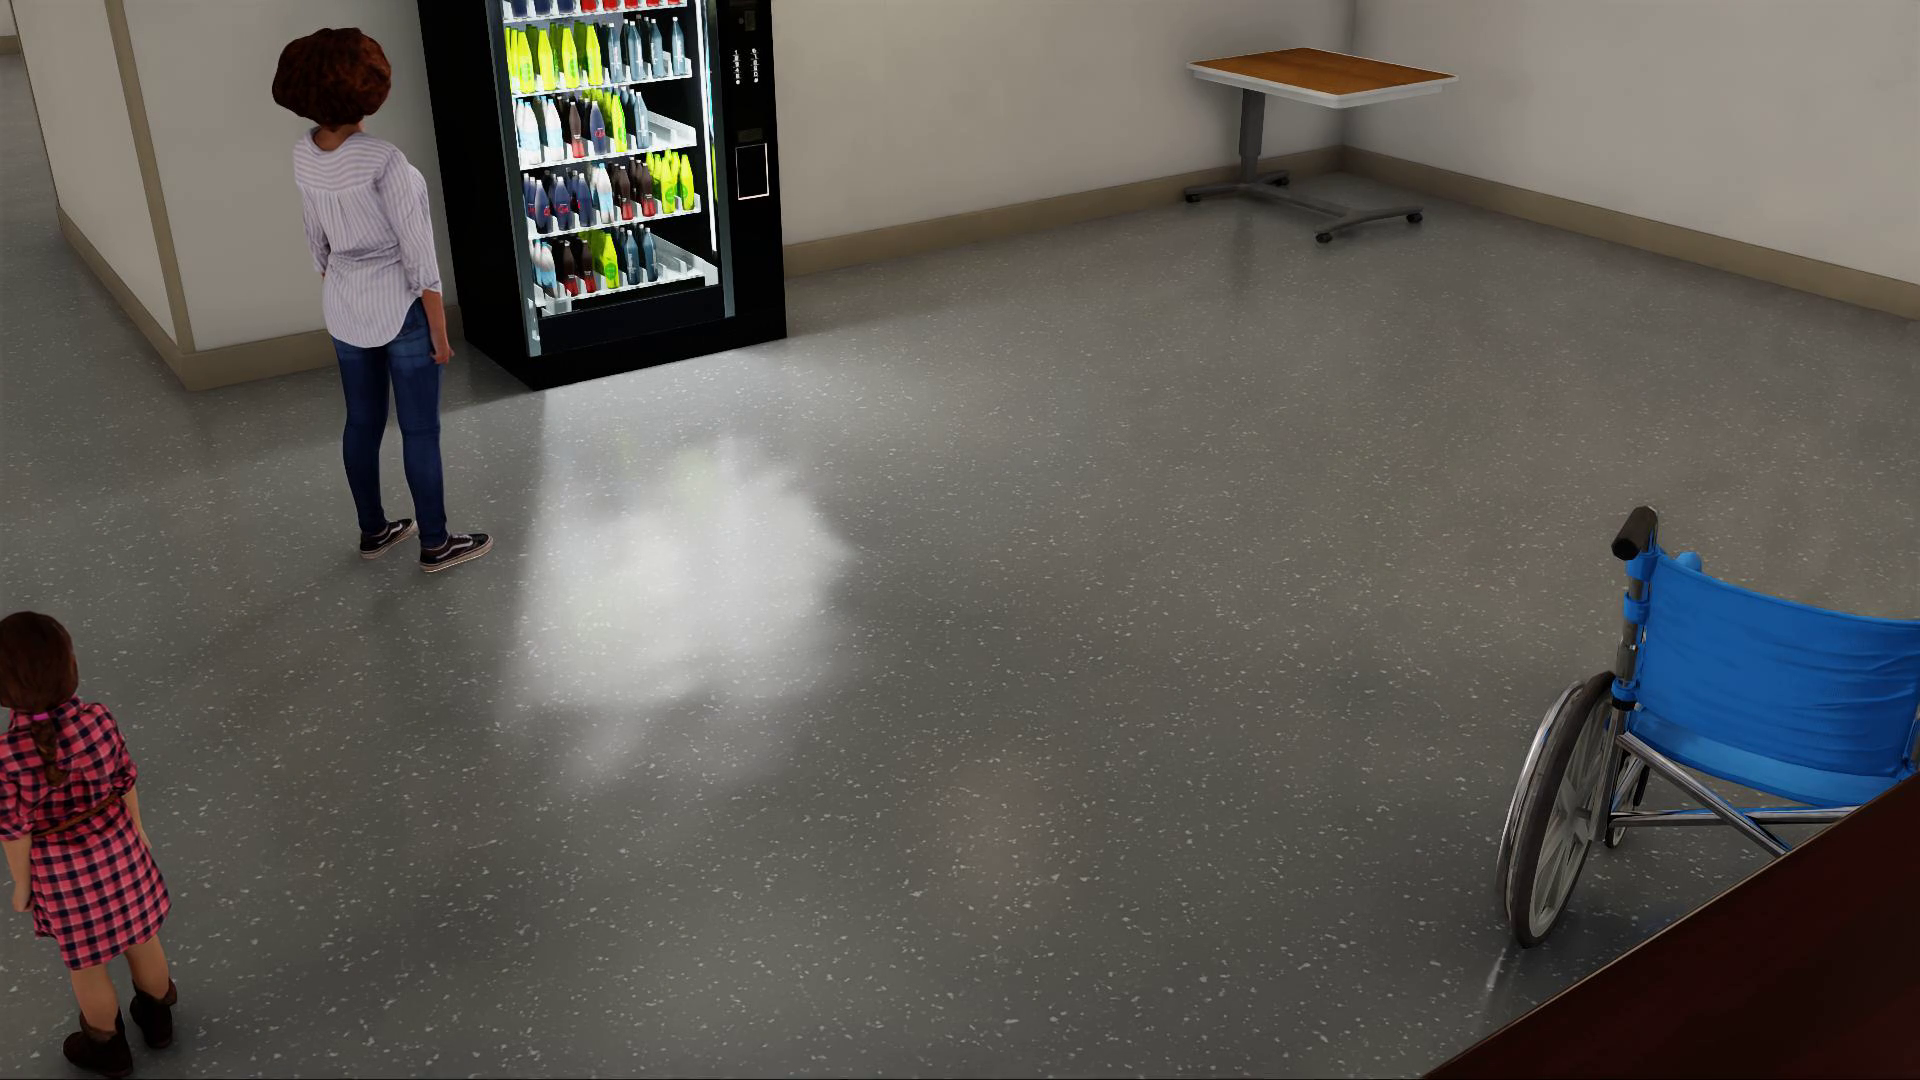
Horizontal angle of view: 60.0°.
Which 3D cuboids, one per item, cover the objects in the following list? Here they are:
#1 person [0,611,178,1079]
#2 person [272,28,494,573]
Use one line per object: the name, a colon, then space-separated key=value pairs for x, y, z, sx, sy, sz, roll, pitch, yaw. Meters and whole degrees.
person: x=-1.730 y=0.604 z=3.253 sx=0.543 sy=1.021 sz=0.448 roll=17 pitch=31 yaw=31
person: x=-1.839 y=-0.733 z=5.229 sx=0.746 sy=1.713 sz=0.772 roll=12 pitch=28 yaw=23
